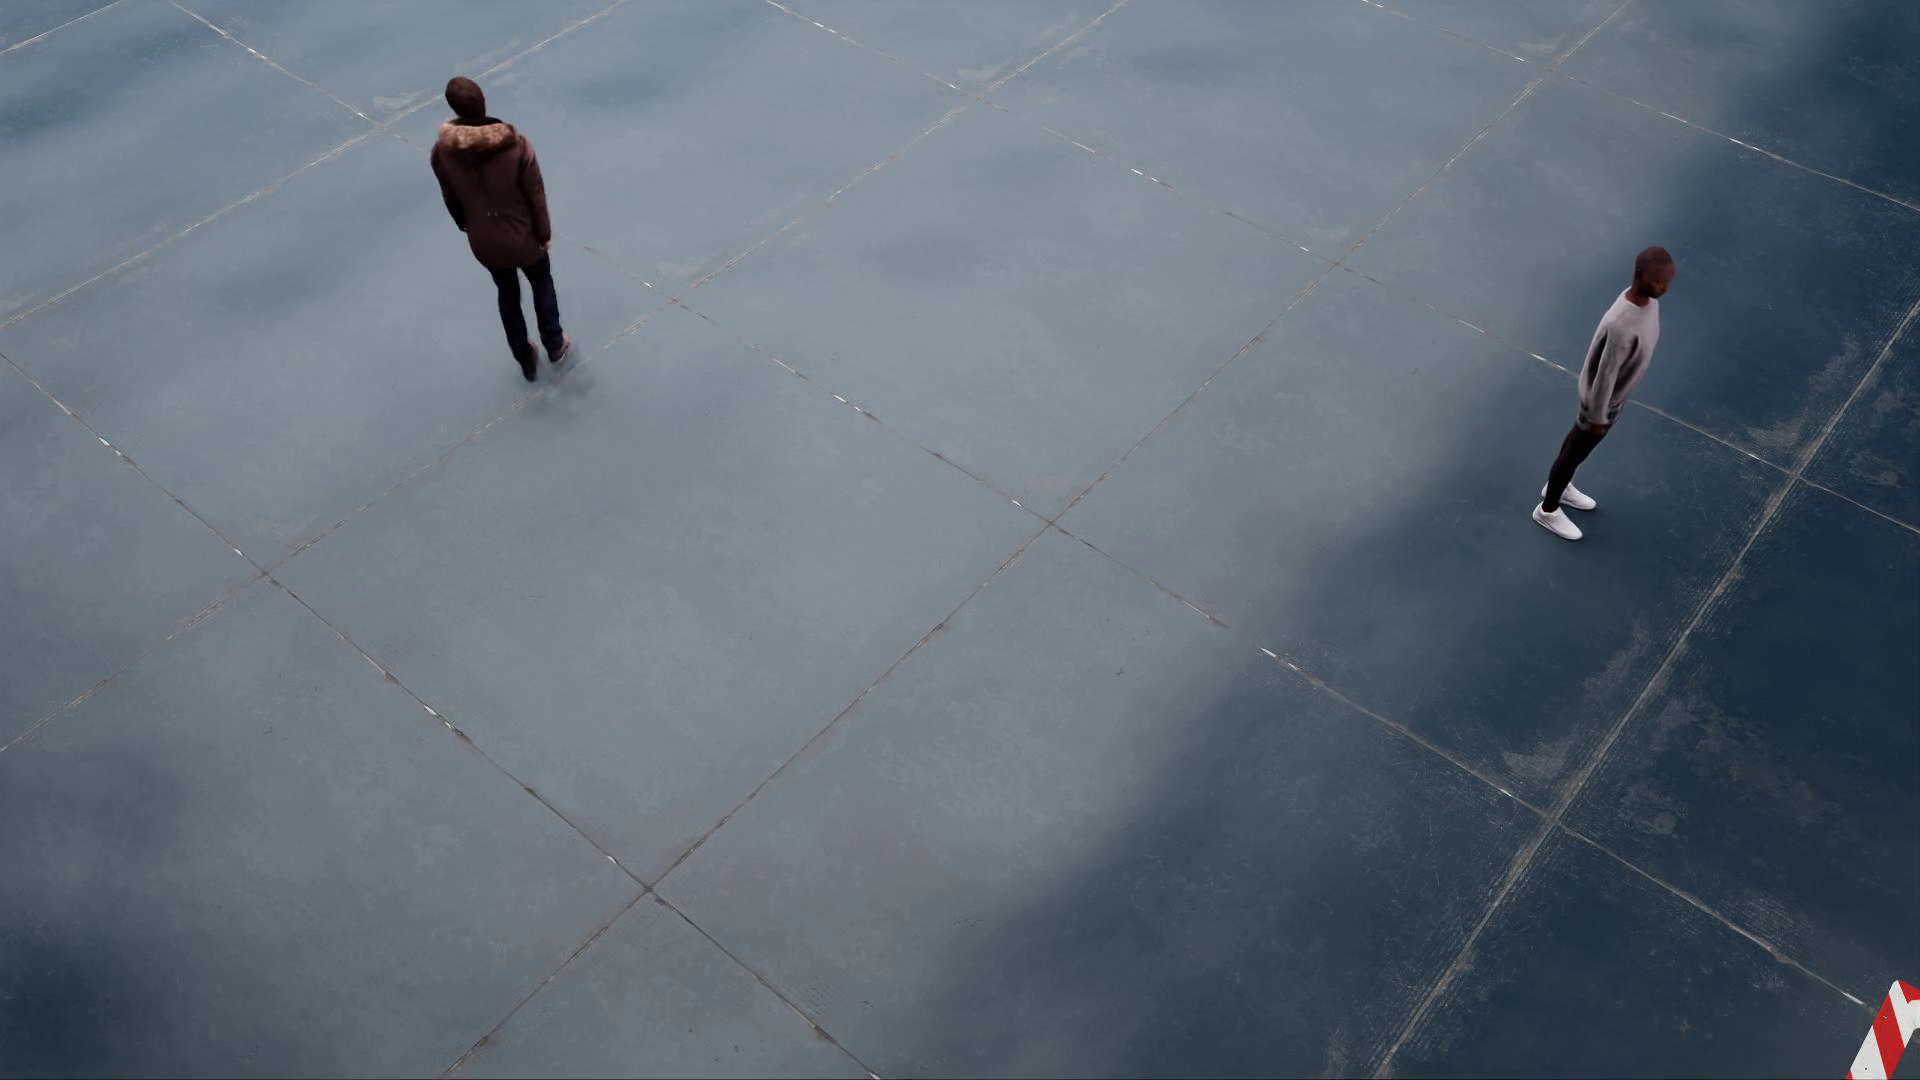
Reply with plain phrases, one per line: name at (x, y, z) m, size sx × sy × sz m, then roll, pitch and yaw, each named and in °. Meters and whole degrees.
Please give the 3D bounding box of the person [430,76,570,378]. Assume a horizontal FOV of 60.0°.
person at (-2.561, -1.690, 9.399) m, size 0.886 × 1.804 × 0.956 m, roll 7°, pitch 48°, yaw 6°

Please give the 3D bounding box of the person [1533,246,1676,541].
person at (3.309, -0.775, 8.575) m, size 0.563 × 1.772 × 0.632 m, roll 26°, pitch 52°, yaw 22°
